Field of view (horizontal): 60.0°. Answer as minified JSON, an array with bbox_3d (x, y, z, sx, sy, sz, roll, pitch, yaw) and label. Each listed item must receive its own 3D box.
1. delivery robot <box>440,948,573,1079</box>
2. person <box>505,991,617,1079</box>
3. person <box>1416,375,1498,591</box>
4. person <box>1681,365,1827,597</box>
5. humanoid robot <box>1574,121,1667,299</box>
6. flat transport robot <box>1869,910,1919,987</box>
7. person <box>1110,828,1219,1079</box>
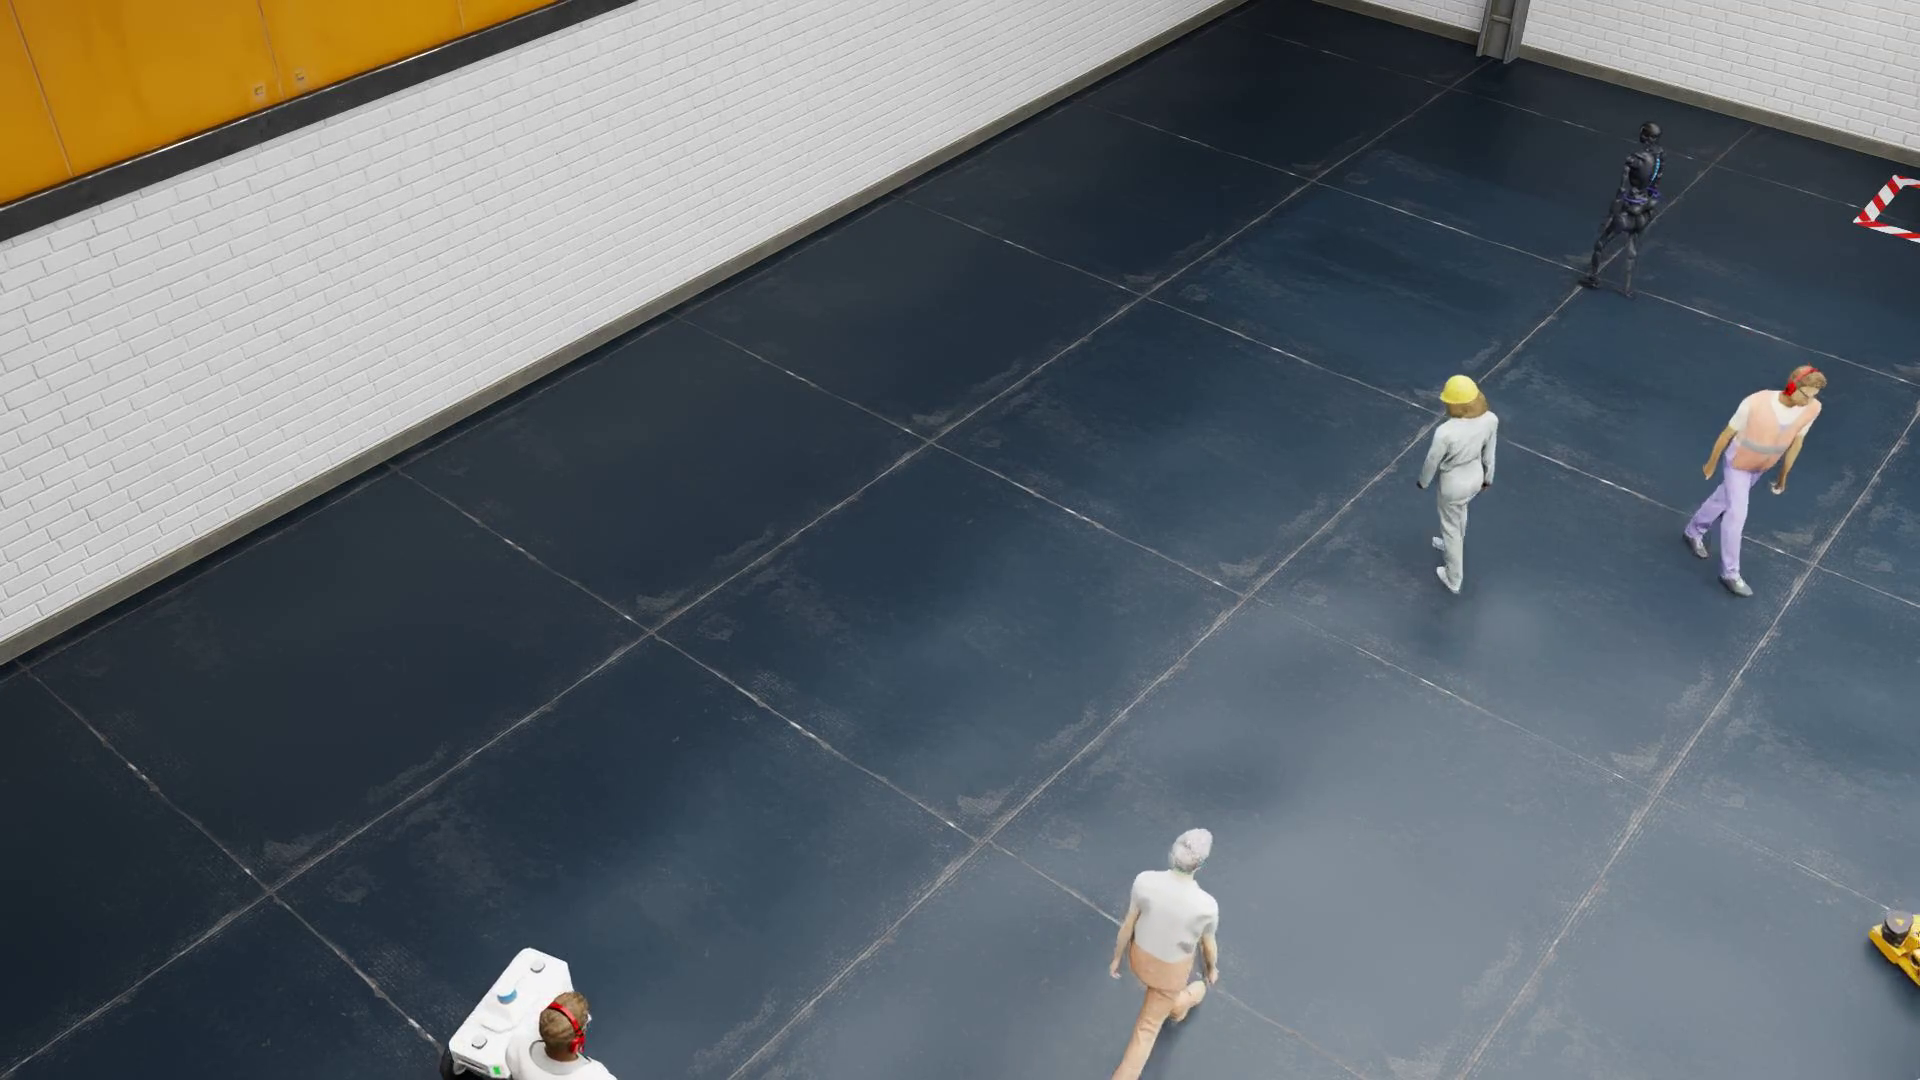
[{"bbox_3d":[-2.379,2.599,8.845,0.524,0.610,0.782,15,41,18],"label":"delivery robot"},{"bbox_3d":[-1.753,2.743,7.639,0.570,1.832,0.395,15,41,18],"label":"person"},{"bbox_3d":[3.463,-0.441,11.694,0.545,1.694,0.646,-17,42,-20],"label":"person"},{"bbox_3d":[5.601,-0.478,11.671,0.572,1.780,0.893,-10,40,-13],"label":"person"},{"bbox_3d":[5.986,-2.967,14.852,0.612,1.641,0.538,-21,43,-24],"label":"humanoid robot"},{"bbox_3d":[5.764,2.578,9.086,0.659,0.231,1.431,-12,40,-14],"label":"flat transport robot"},{"bbox_3d":[1.044,2.167,8.492,0.472,1.664,0.979,25,45,28],"label":"person"}]
